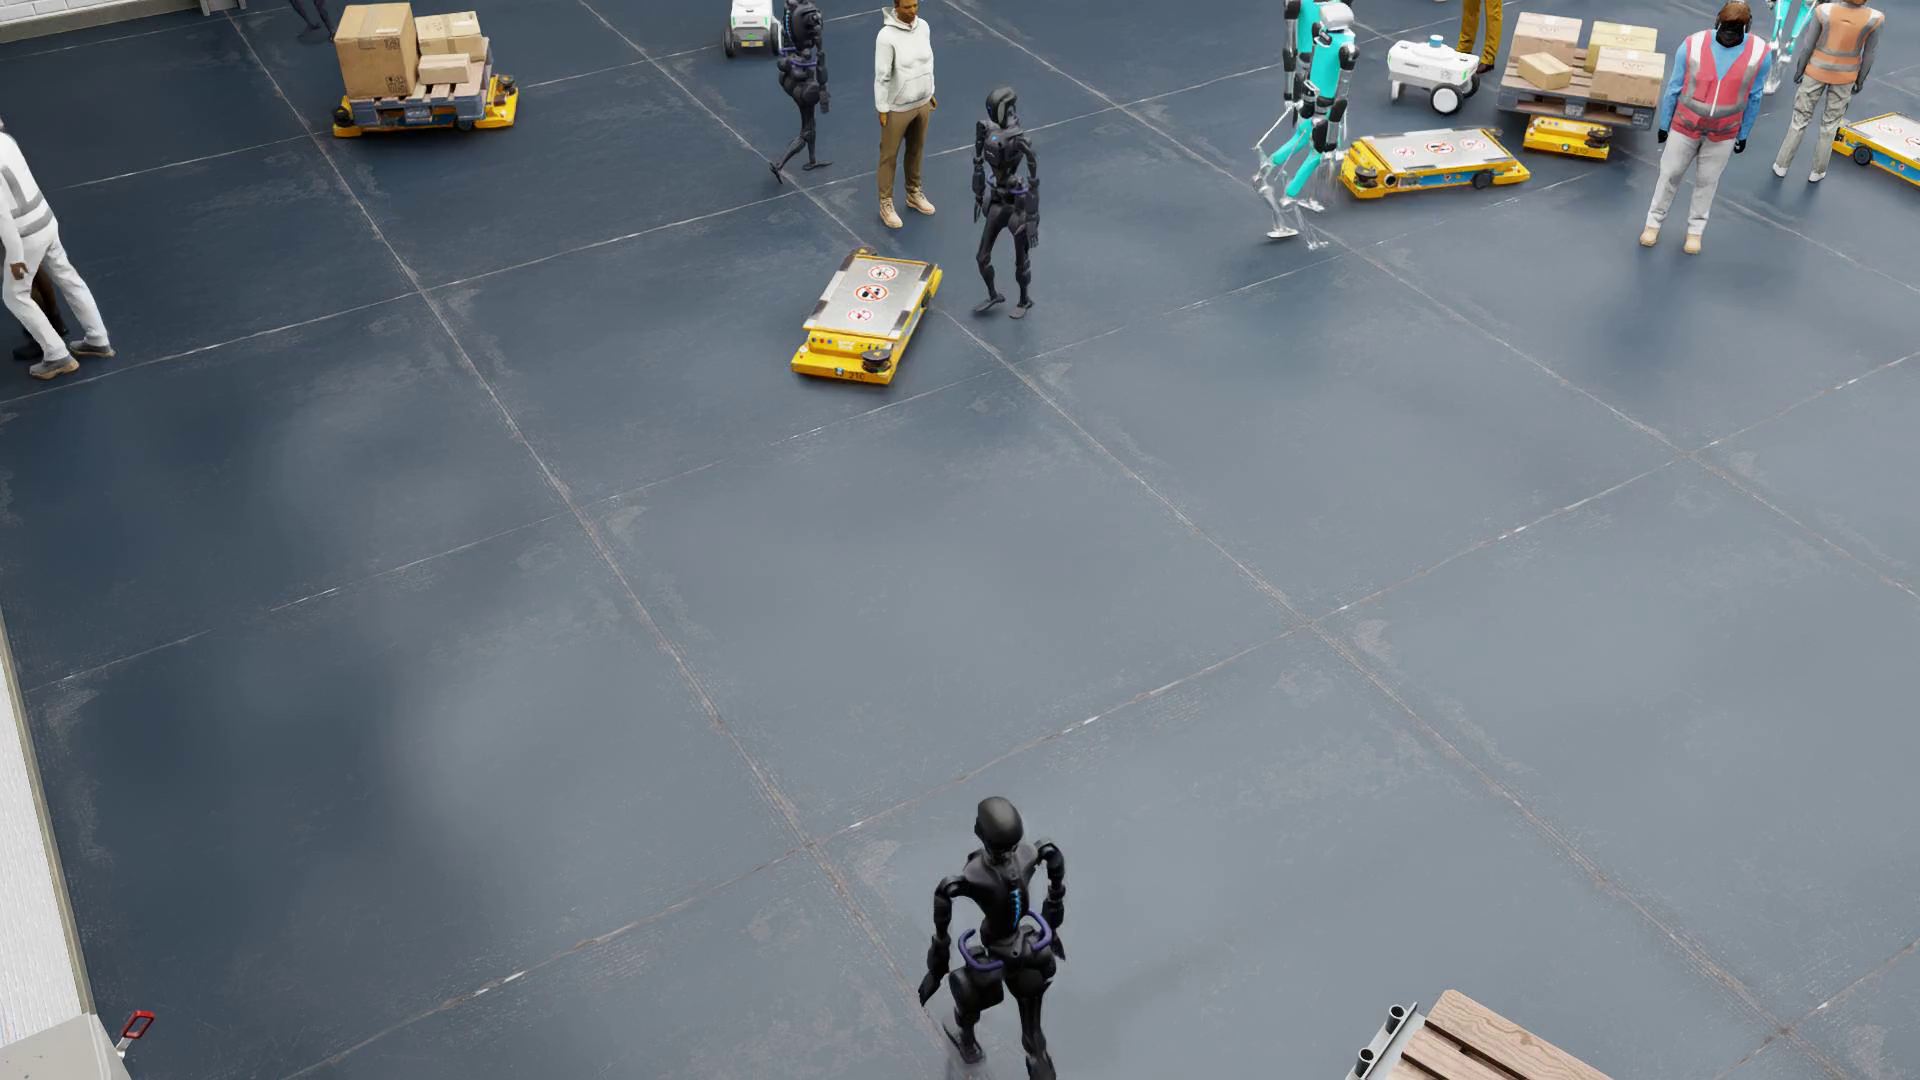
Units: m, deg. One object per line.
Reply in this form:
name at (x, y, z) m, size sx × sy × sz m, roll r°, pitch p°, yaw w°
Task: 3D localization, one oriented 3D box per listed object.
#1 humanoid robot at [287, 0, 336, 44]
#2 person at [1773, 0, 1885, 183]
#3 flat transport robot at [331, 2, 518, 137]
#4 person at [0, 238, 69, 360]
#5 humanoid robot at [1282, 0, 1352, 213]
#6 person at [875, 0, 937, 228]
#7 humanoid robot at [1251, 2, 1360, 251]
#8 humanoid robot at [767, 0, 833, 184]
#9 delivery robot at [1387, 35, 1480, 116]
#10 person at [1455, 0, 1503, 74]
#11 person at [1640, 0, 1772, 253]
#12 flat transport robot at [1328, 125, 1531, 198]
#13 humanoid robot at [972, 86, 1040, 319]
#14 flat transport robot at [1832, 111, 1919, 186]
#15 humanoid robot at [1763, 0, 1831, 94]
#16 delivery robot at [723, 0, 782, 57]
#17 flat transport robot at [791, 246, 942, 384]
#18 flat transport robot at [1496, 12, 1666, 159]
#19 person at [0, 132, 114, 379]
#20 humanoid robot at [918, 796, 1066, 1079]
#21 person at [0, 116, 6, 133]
humanoid robot at (-5.866, -5.215, 14.743) m, size 0.424 × 1.649 × 0.591 m, roll -29°, pitch 47°, yaw -31°
person at (6.591, -3.504, 12.607) m, size 0.513 × 1.640 × 0.306 m, roll 17°, pitch 41°, yaw 20°
flat transport robot at (-4.443, -3.617, 13.856) m, size 1.431 × 0.231 × 0.659 m, roll -5°, pitch 39°, yaw -7°
person at (-6.145, -2.044, 10.538) m, size 0.380 × 1.926 × 0.543 m, roll -5°, pitch 39°, yaw -6°
humanoid robot at (2.687, -3.211, 12.229) m, size 0.545 × 1.831 × 0.818 m, roll -12°, pitch 40°, yaw -15°
person at (-0.412, -3.162, 12.075) m, size 0.530 × 1.766 × 0.365 m, roll -28°, pitch 46°, yaw -31°
humanoid robot at (2.344, -2.855, 11.714) m, size 0.692 × 1.801 × 0.536 m, roll -10°, pitch 40°, yaw -13°
humanoid robot at (-1.268, -3.517, 12.615) m, size 0.651 × 1.633 × 0.600 m, roll -23°, pitch 44°, yaw -27°
delivery robot at (4.001, -3.944, 14.043) m, size 0.773 × 0.602 × 0.524 m, roll 21°, pitch 43°, yaw 24°
person at (4.520, -4.904, 14.295) m, size 0.349 × 1.747 × 0.528 m, roll -18°, pitch 42°, yaw -21°
person at (5.232, -2.895, 11.692) m, size 0.629 × 1.836 × 0.431 m, roll 13°, pitch 40°, yaw 16°
flat transport robot at (3.668, -2.962, 13.029) m, size 1.431 × 0.231 × 0.659 m, roll -8°, pitch 39°, yaw -10°
humanoid robot at (0.332, -2.209, 10.949) m, size 0.585 × 1.645 × 0.371 m, roll 30°, pitch 47°, yaw 32°
flat transport robot at (7.583, -2.990, 13.064) m, size 0.659 × 0.231 × 1.431 m, roll -18°, pitch 42°, yaw -21°
humanoid robot at (6.945, -4.460, 13.733) m, size 0.557 × 1.760 × 0.914 m, roll 14°, pitch 40°, yaw 16°
delivery robot at (-1.864, -4.703, 14.995) m, size 0.519 × 0.593 × 0.765 m, roll -2°, pitch 38°, yaw -2°
flat transport robot at (-0.609, -1.532, 11.225) m, size 0.659 × 0.231 × 1.431 m, roll 9°, pitch 39°, yaw 11°
flat transport robot at (5.095, -3.575, 13.802) m, size 0.659 × 0.231 × 1.431 m, roll 13°, pitch 40°, yaw 16°
person at (-5.856, -1.883, 10.396) m, size 0.524 × 1.861 × 0.602 m, roll -6°, pitch 39°, yaw -7°
humanoid robot at (0.166, 1.591, 6.195) m, size 0.595 × 1.629 × 0.795 m, roll -18°, pitch 42°, yaw -21°
person at (-7.988, -3.996, 13.064) m, size 0.390 × 1.845 × 0.563 m, roll 7°, pitch 39°, yaw 8°
